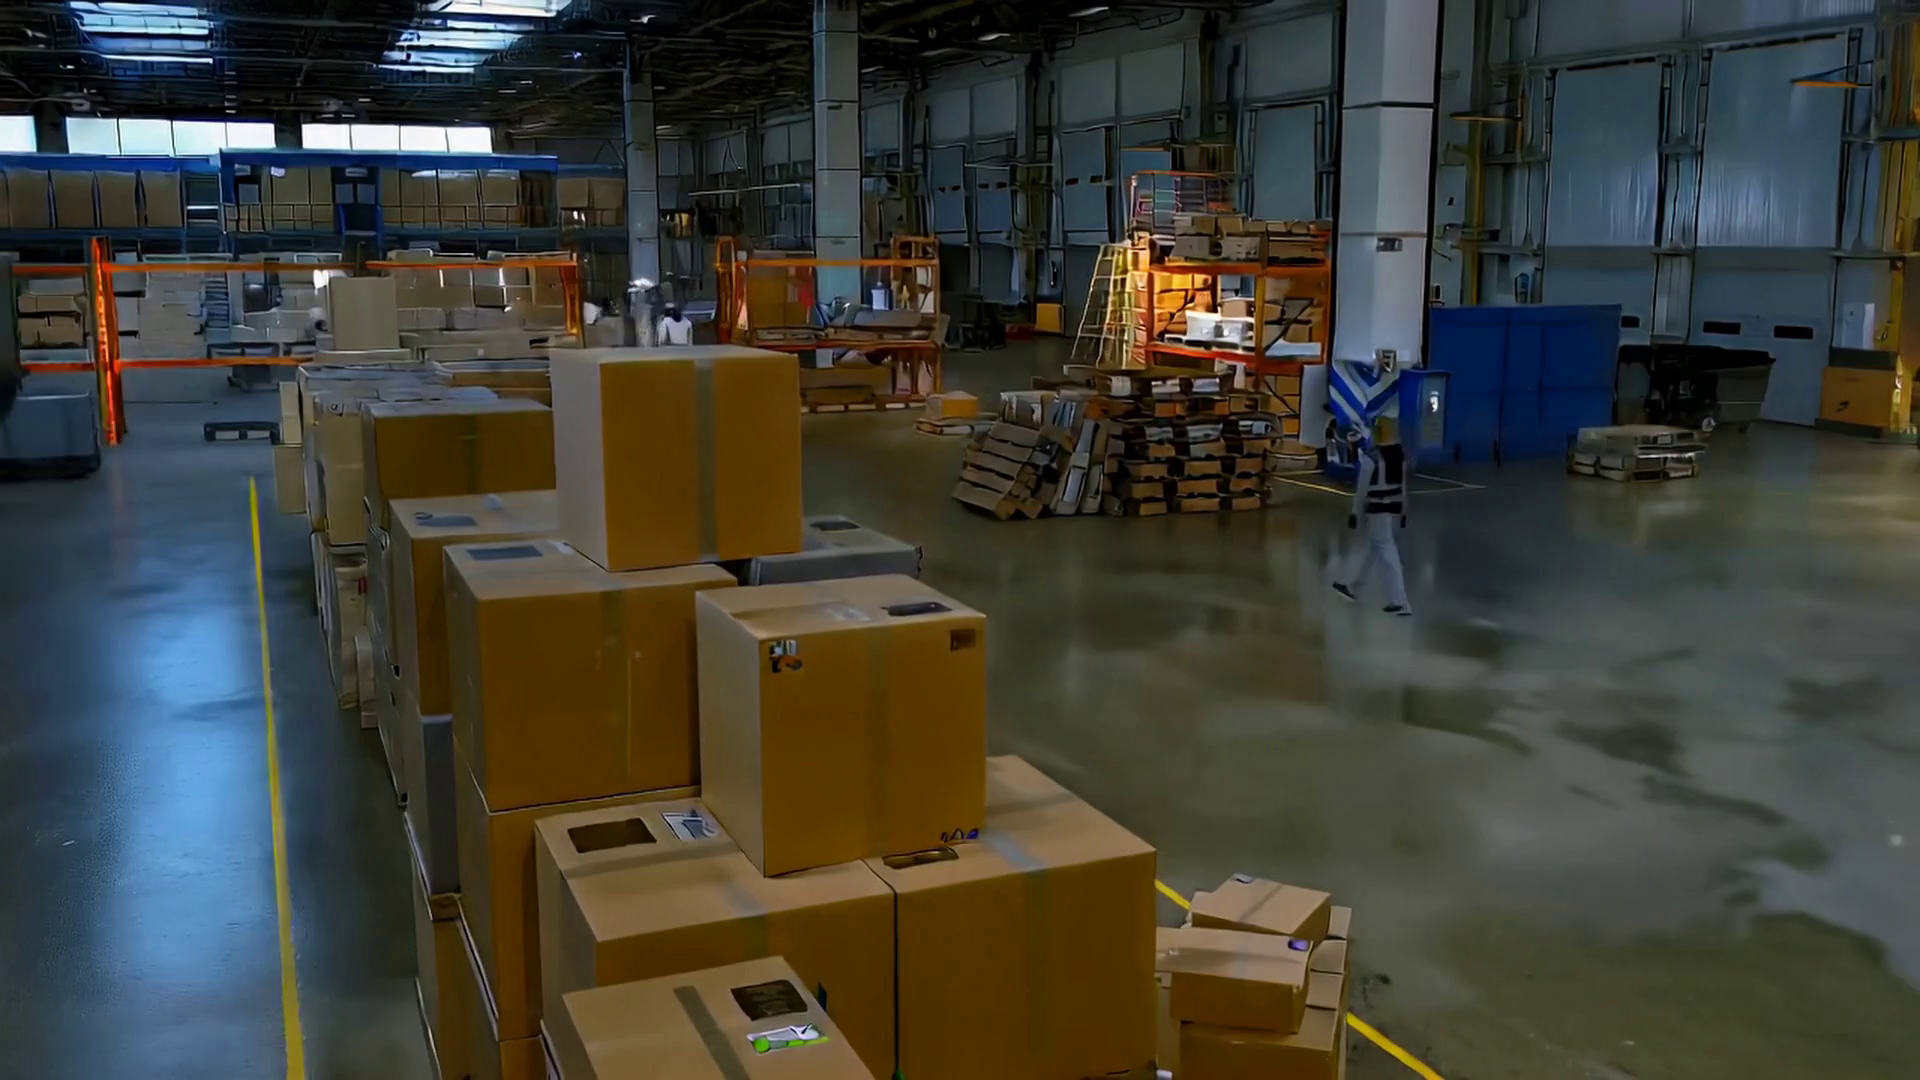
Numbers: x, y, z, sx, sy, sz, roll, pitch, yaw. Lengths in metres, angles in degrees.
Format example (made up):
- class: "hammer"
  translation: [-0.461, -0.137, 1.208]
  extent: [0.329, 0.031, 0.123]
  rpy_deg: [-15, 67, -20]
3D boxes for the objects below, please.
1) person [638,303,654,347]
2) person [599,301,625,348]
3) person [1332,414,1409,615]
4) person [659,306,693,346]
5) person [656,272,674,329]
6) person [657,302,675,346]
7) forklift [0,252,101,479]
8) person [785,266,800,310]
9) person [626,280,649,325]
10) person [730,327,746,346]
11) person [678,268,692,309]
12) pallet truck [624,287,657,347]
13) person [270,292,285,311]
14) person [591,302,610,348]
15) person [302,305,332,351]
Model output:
- class: "person"
  translation: [-6.312, -3.905, 33.459]
  extent: [0.322, 1.699, 0.536]
  rpy_deg: [-1, 10, -8]
- class: "person"
  translation: [-6.094, -3.299, 29.614]
  extent: [1.027, 1.881, 0.637]
  rpy_deg: [7, 12, 33]
- class: "person"
  translation: [3.351, -0.225, 13.448]
  extent: [0.538, 1.586, 0.848]
  rpy_deg: [-8, 13, -39]
- class: "person"
  translation: [-5.132, -3.344, 30.129]
  extent: [0.631, 1.780, 1.019]
  rpy_deg: [-3, 11, -16]
- class: "person"
  translation: [-9.671, -7.923, 55.134]
  extent: [0.974, 1.880, 0.601]
  rpy_deg: [-4, 11, -22]
- class: "person"
  translation: [-5.968, -4.063, 34.347]
  extent: [0.902, 1.686, 0.496]
  rpy_deg: [-6, 12, -31]
- class: "forklift"
  translation: [-11.854, -2.166, 20.625]
  extent: [1.873, 2.768, 1.129]
  rpy_deg: [-4, 11, -23]
- class: "person"
  translation: [-7.057, -10.663, 70.078]
  extent: [0.629, 1.923, 0.898]
  rpy_deg: [-2, 10, -8]
- class: "person"
  translation: [-8.721, -6.092, 45.027]
  extent: [0.655, 1.883, 1.039]
  rpy_deg: [3, 11, 16]
- class: "person"
  translation: [-3.050, -2.036, 22.913]
  extent: [0.524, 1.799, 0.951]
  rpy_deg: [-4, 11, -19]
- class: "person"
  translation: [-11.113, -10.093, 67.218]
  extent: [0.645, 1.823, 0.441]
  rpy_deg: [5, 11, 24]
- class: "pallet truck"
  translation: [-6.464, -4.406, 35.401]
  extent: [0.823, 1.965, 1.885]
  rpy_deg: [6, 12, 32]
- class: "person"
  translation: [-14.604, -4.389, 35.709]
  extent: [0.326, 1.861, 0.498]
  rpy_deg: [0, 10, 1]
- class: "person"
  translation: [-6.549, -3.387, 30.173]
  extent: [0.920, 1.879, 0.624]
  rpy_deg: [3, 11, 15]
- class: "person"
  translation: [-10.636, -2.944, 27.597]
  extent: [0.589, 1.907, 0.474]
  rpy_deg: [1, 10, 8]
